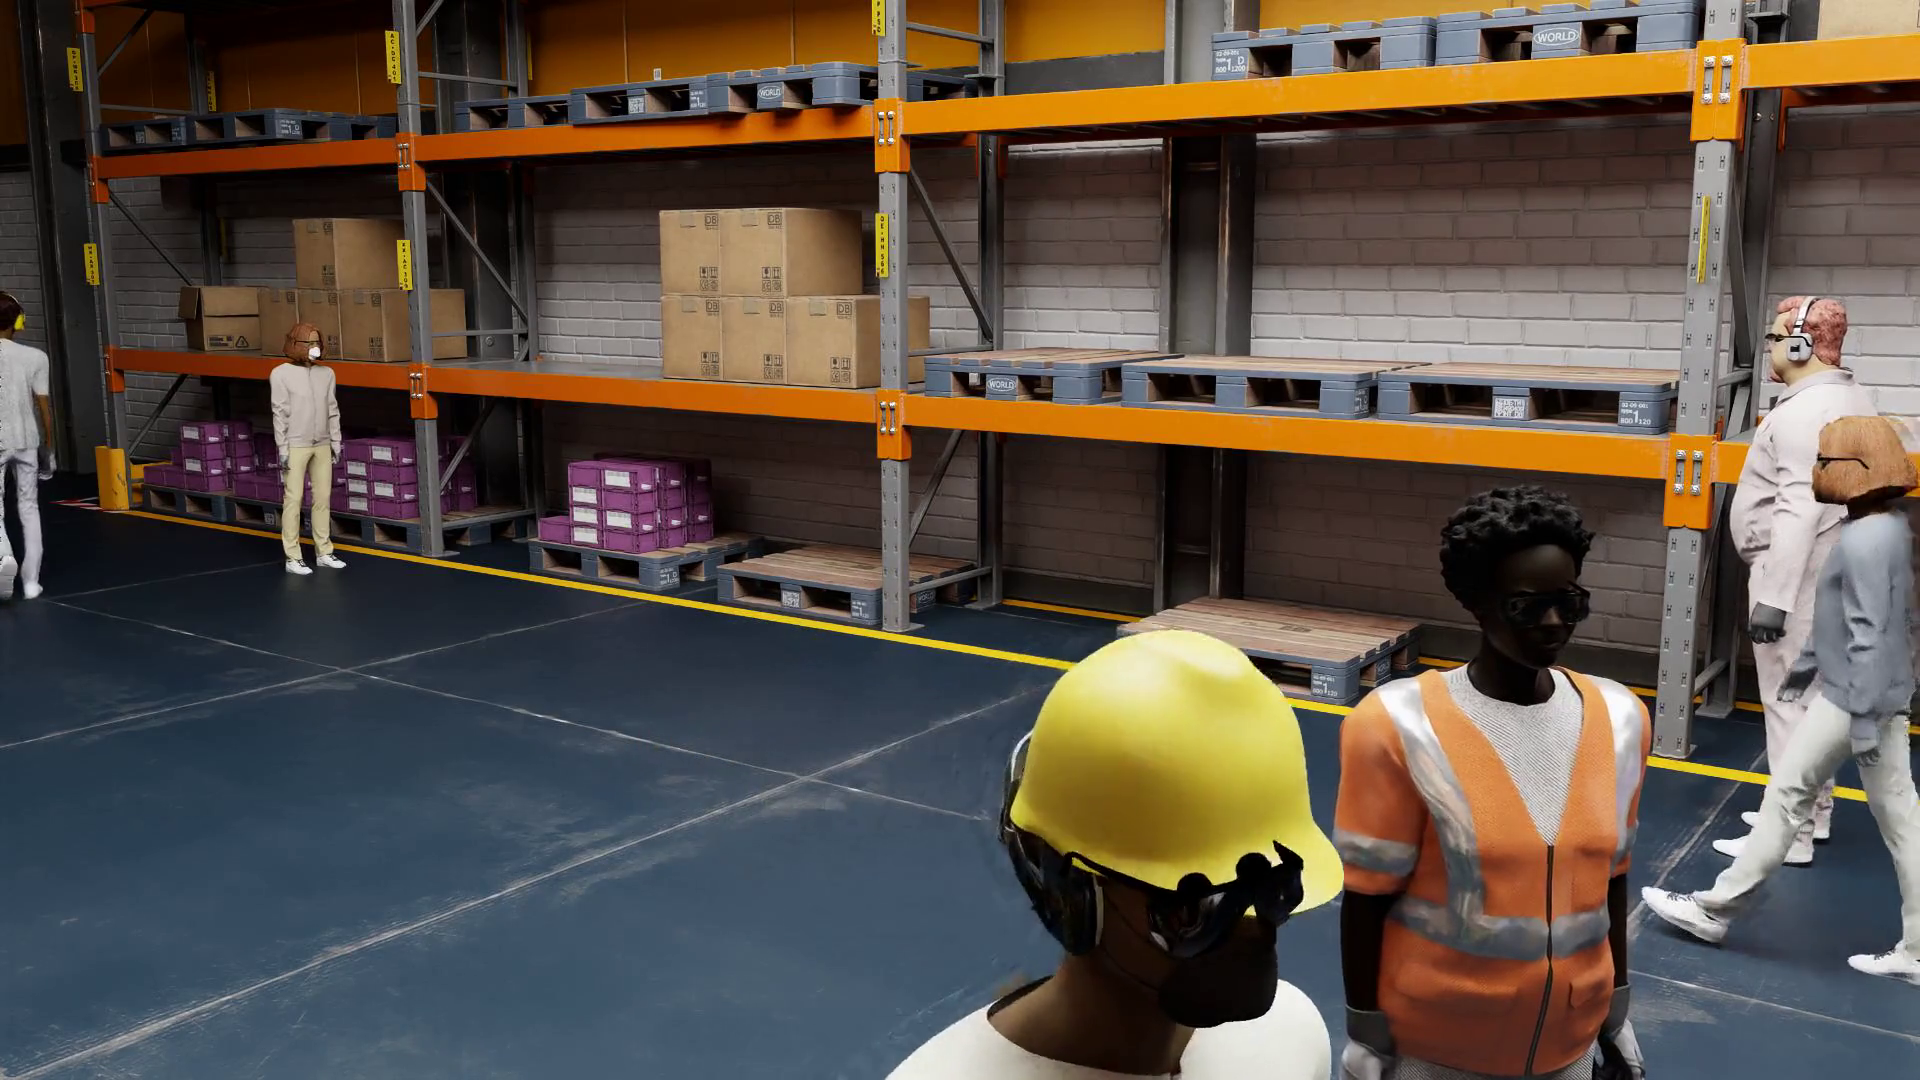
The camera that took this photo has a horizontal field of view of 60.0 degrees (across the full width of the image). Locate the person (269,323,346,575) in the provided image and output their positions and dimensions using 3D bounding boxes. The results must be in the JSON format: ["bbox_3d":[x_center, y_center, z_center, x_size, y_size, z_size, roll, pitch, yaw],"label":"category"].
[{"bbox_3d":[-4.239,-0.594,10.821,0.274,1.629,0.498,6,11,31],"label":"person"}]

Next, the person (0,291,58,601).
[{"bbox_3d":[-5.617,-0.534,9.796,0.530,1.850,0.633,-6,11,-30],"label":"person"}]

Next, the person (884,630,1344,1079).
[{"bbox_3d":[0.083,0.914,1.439,0.547,1.751,0.499,-7,12,-36],"label":"person"}]

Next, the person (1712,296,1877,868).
[{"bbox_3d":[2.801,0.139,5.612,0.401,1.907,0.646,8,13,41],"label":"person"}]

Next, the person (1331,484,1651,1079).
[{"bbox_3d":[0.813,0.753,2.571,0.530,1.697,0.321,-2,10,-14],"label":"person"}]

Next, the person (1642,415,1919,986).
[{"bbox_3d":[2.440,0.443,4.732,0.842,1.593,0.501,8,13,40],"label":"person"}]
